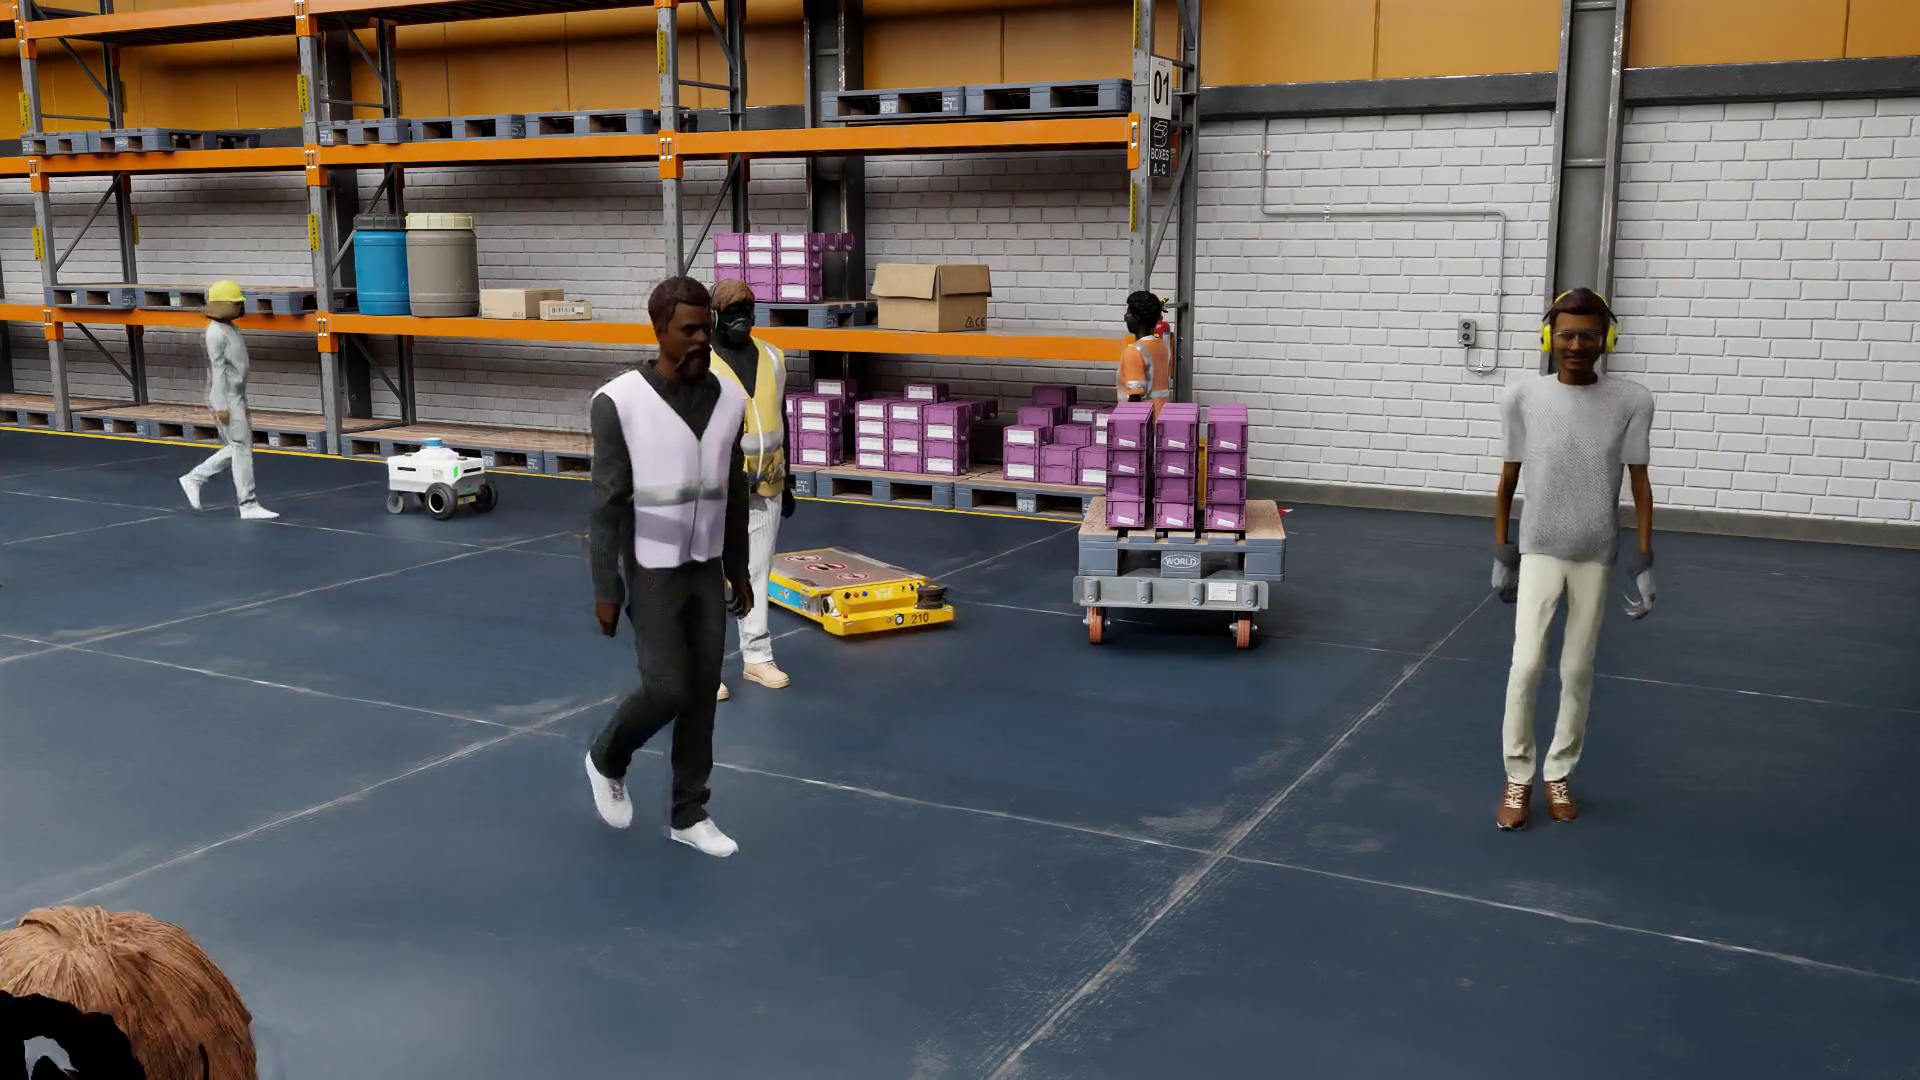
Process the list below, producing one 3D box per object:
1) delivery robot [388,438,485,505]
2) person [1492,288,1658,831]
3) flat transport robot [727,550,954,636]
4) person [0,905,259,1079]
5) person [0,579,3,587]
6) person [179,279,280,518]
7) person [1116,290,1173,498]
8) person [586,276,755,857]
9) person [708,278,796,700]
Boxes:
[{"bbox_3d":[-3.824,-0.501,12.139,0.707,0.478,0.477,5,12,27],"label":"delivery robot"},{"bbox_3d":[2.085,0.086,5.637,0.523,1.852,0.608,3,11,14],"label":"person"},{"bbox_3d":[-0.681,0.252,9.043,0.652,0.197,1.431,-6,12,-31],"label":"flat transport robot"},{"bbox_3d":[-0.494,1.029,1.141,0.493,1.596,0.844,-8,13,-36],"label":"person"},{"bbox_3d":[-5.829,-0.632,9.597,0.748,1.855,0.360,4,11,23],"label":"person"},{"bbox_3d":[-5.288,-0.996,11.909,0.636,1.726,0.490,-1,10,-7],"label":"person"},{"bbox_3d":[1.128,-0.677,10.225,0.322,1.697,0.530,6,12,29],"label":"person"},{"bbox_3d":[-0.972,0.091,5.455,0.507,1.900,0.604,8,13,38],"label":"person"},{"bbox_3d":[-0.992,-0.225,7.352,0.637,1.842,0.429,-9,13,-39],"label":"person"}]
